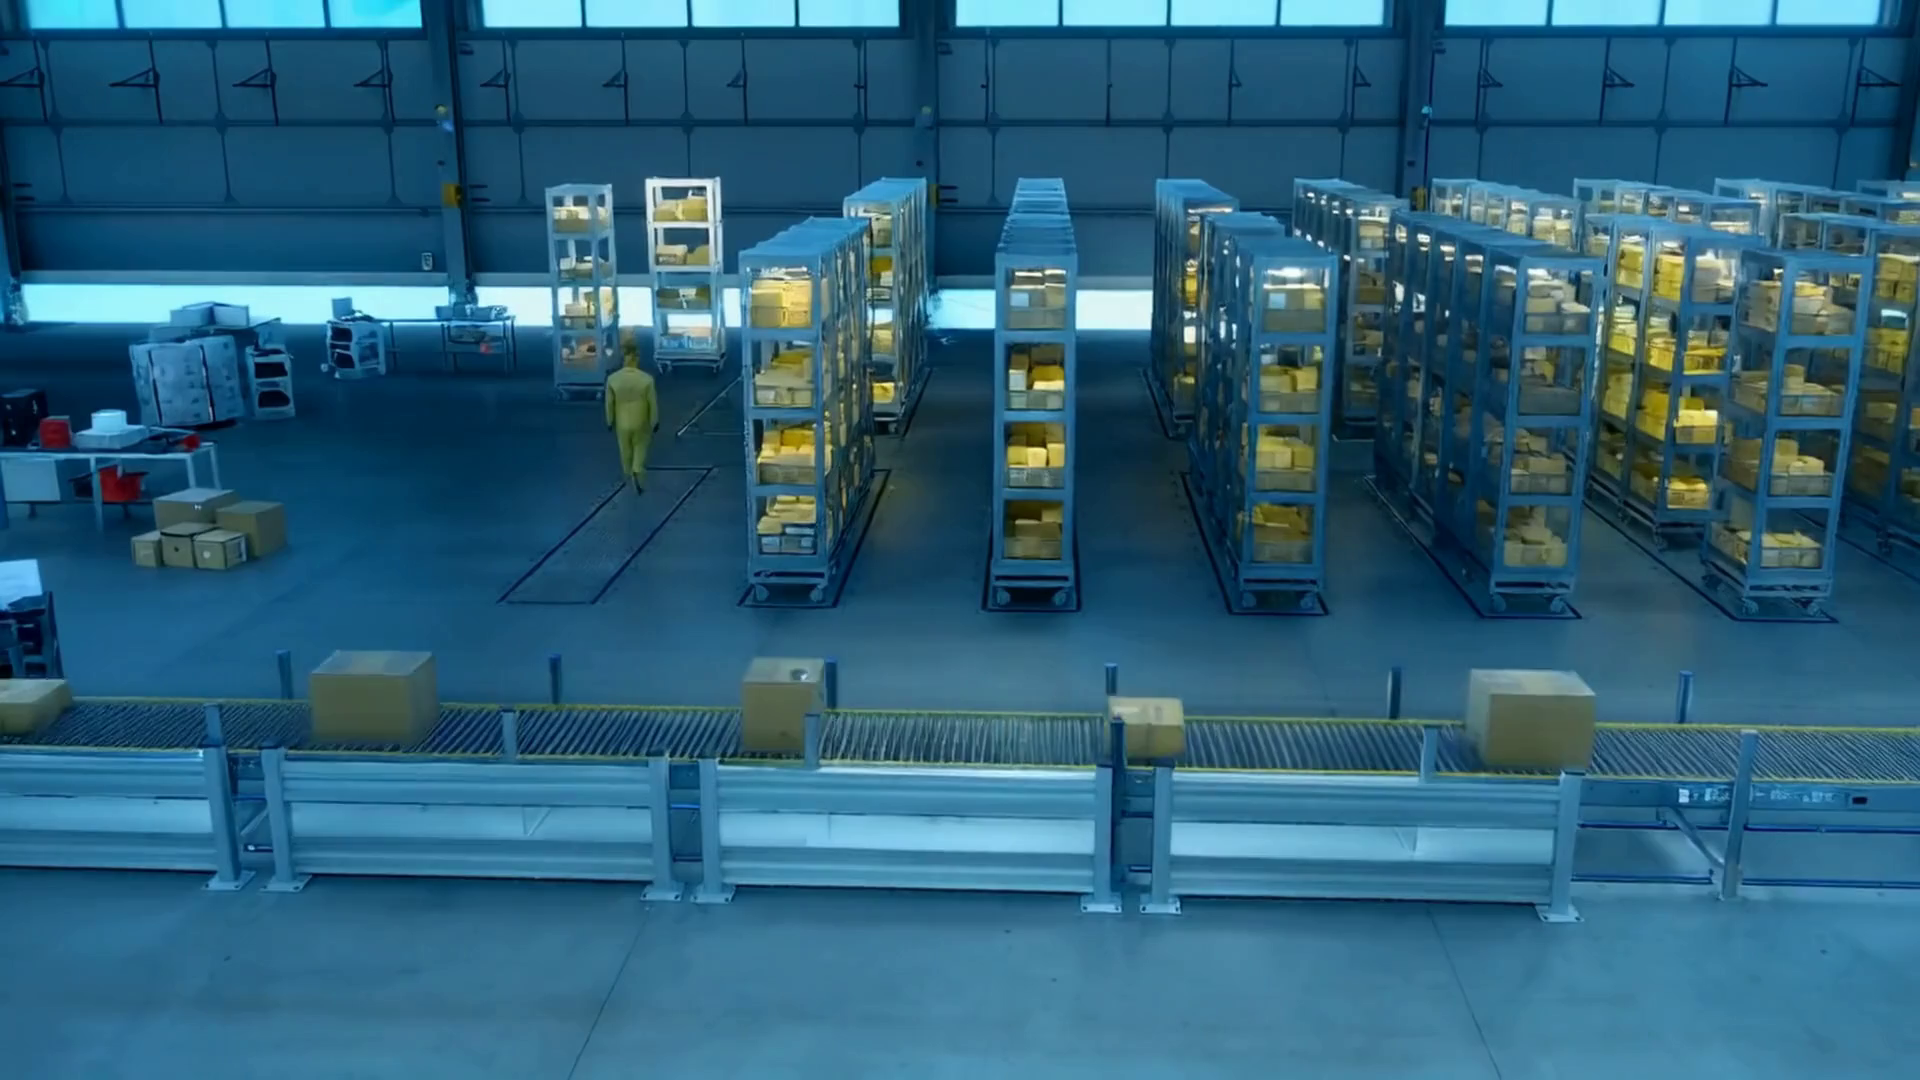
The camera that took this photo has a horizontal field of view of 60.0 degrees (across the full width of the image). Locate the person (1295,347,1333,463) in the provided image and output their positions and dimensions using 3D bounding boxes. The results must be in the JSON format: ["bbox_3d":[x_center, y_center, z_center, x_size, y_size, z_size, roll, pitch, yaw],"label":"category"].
[{"bbox_3d":[4.486,-1.550,21.544,0.664,1.968,0.726,-1,15,-3],"label":"person"}]

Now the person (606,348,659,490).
[{"bbox_3d":[-4.310,-1.567,21.804,0.676,1.874,0.676,2,15,7],"label":"person"}]

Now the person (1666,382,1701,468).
[{"bbox_3d":[9.889,-1.868,23.054,0.886,1.813,0.576,1,15,5],"label":"person"}]
